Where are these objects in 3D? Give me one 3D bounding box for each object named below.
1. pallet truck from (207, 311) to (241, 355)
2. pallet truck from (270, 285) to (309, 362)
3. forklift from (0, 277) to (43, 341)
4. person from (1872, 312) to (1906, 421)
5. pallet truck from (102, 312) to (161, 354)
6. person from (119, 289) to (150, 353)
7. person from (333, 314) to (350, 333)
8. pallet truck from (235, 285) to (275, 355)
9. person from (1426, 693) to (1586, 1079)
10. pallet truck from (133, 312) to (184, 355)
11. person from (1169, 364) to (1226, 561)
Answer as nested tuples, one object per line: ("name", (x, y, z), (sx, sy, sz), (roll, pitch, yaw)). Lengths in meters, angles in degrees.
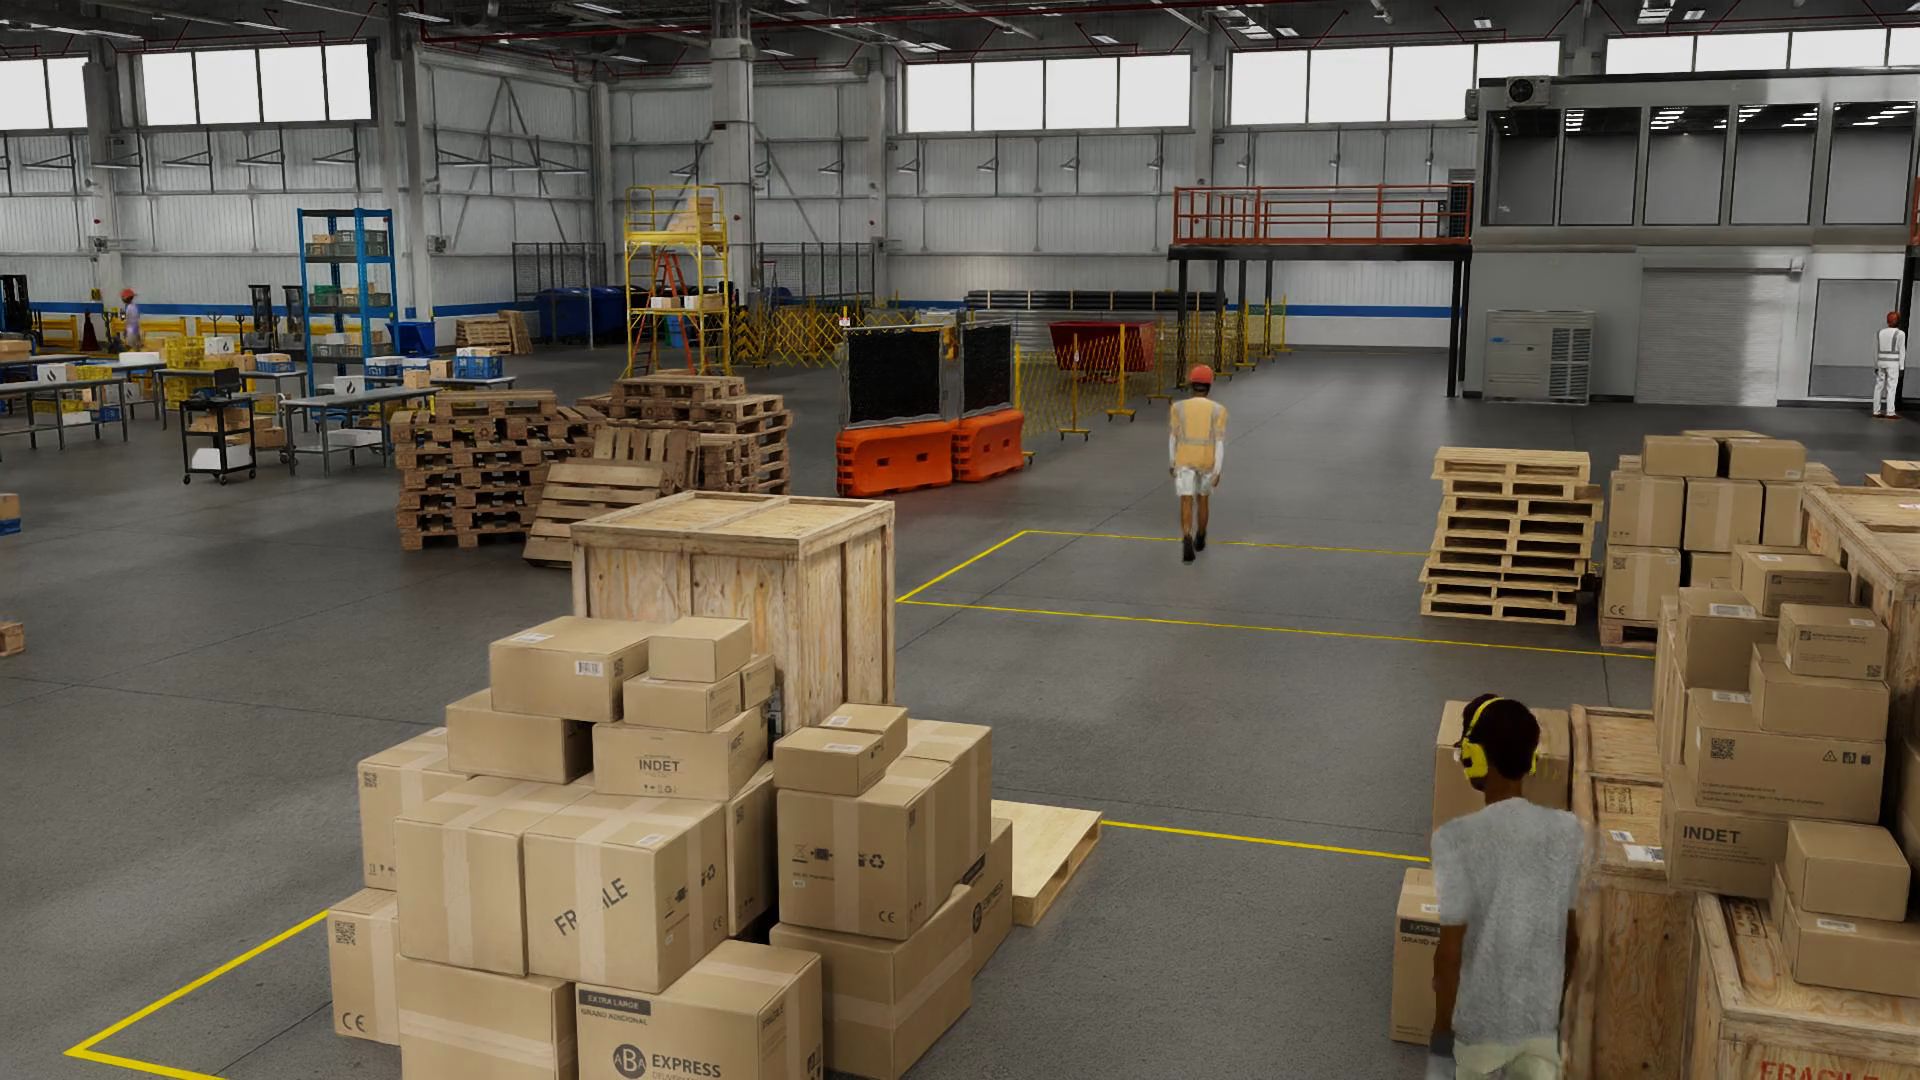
("pallet truck", (-19.537, -5.575, 44.913), (0.653, 1.274, 1.630), (3, 11, 19))
("pallet truck", (-17.147, -5.700, 43.663), (0.823, 1.965, 1.885), (3, 11, 17))
("forklift", (-27.151, -6.329, 46.328), (1.157, 1.987, 2.680), (3, 11, 17))
("person", (16.108, -3.007, 28.820), (0.355, 1.883, 0.575), (-5, 11, -24))
("pallet truck", (-23.057, -5.777, 46.261), (0.680, 1.201, 1.601), (3, 11, 19))
("person", (-19.698, -4.991, 39.695), (1.055, 2.003, 0.604), (-5, 11, -27))
("person", (-15.689, -5.437, 42.518), (0.834, 1.874, 0.685), (-2, 10, -11))
("pallet truck", (-18.327, -5.835, 44.421), (0.823, 1.965, 1.885), (4, 11, 23))
("person", (1.491, 1.351, 4.554), (0.552, 1.816, 1.028), (-3, 10, -16))
("pallet truck", (-22.038, -5.665, 45.457), (0.704, 1.261, 1.522), (3, 11, 17))
("person", (2.302, -0.759, 16.168), (0.542, 1.892, 1.008), (1, 10, 6))
